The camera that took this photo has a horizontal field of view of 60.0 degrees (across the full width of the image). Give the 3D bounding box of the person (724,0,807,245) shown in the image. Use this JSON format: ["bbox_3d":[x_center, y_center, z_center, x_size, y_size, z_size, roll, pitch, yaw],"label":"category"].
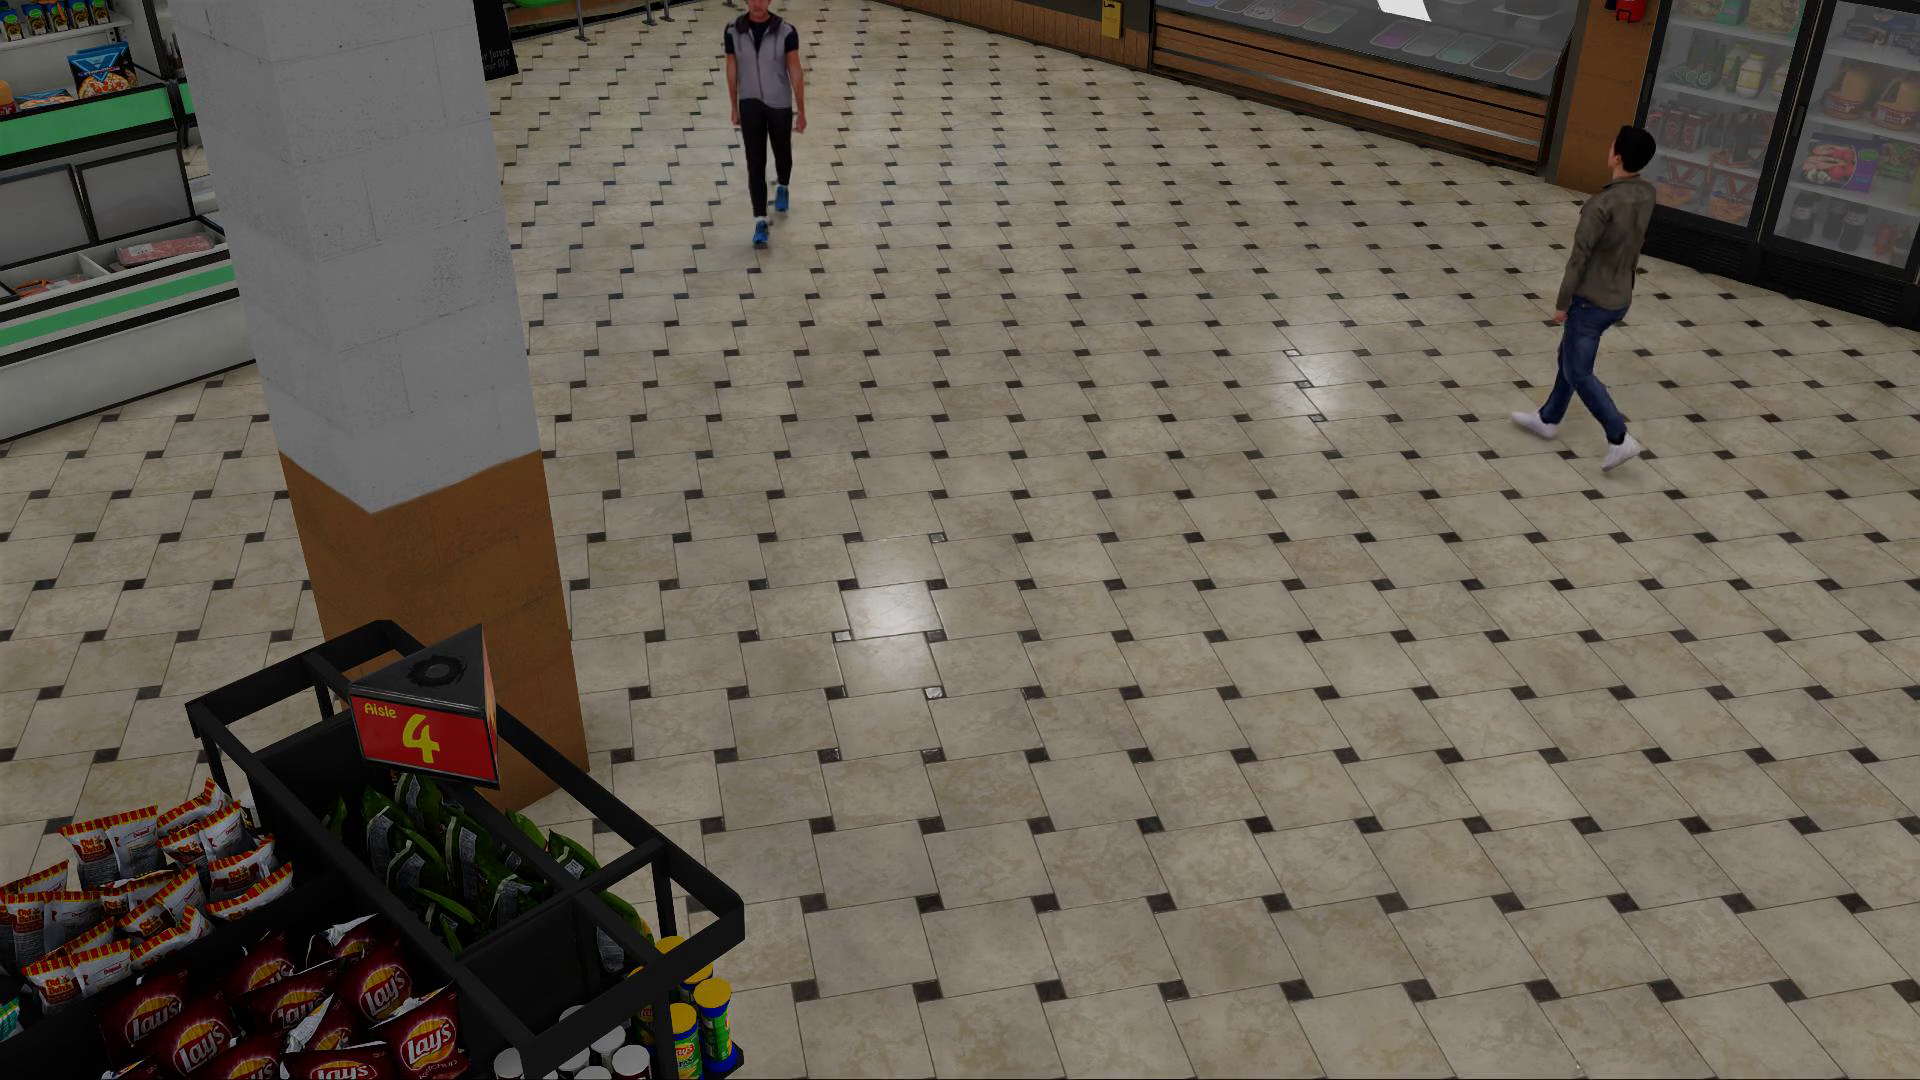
[{"bbox_3d":[-1.370,-3.099,11.884,1.239,1.780,1.283,-1,32,-1],"label":"person"}]

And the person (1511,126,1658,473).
[{"bbox_3d":[3.455,-1.245,8.848,1.107,1.840,0.895,-20,37,-29],"label":"person"}]
